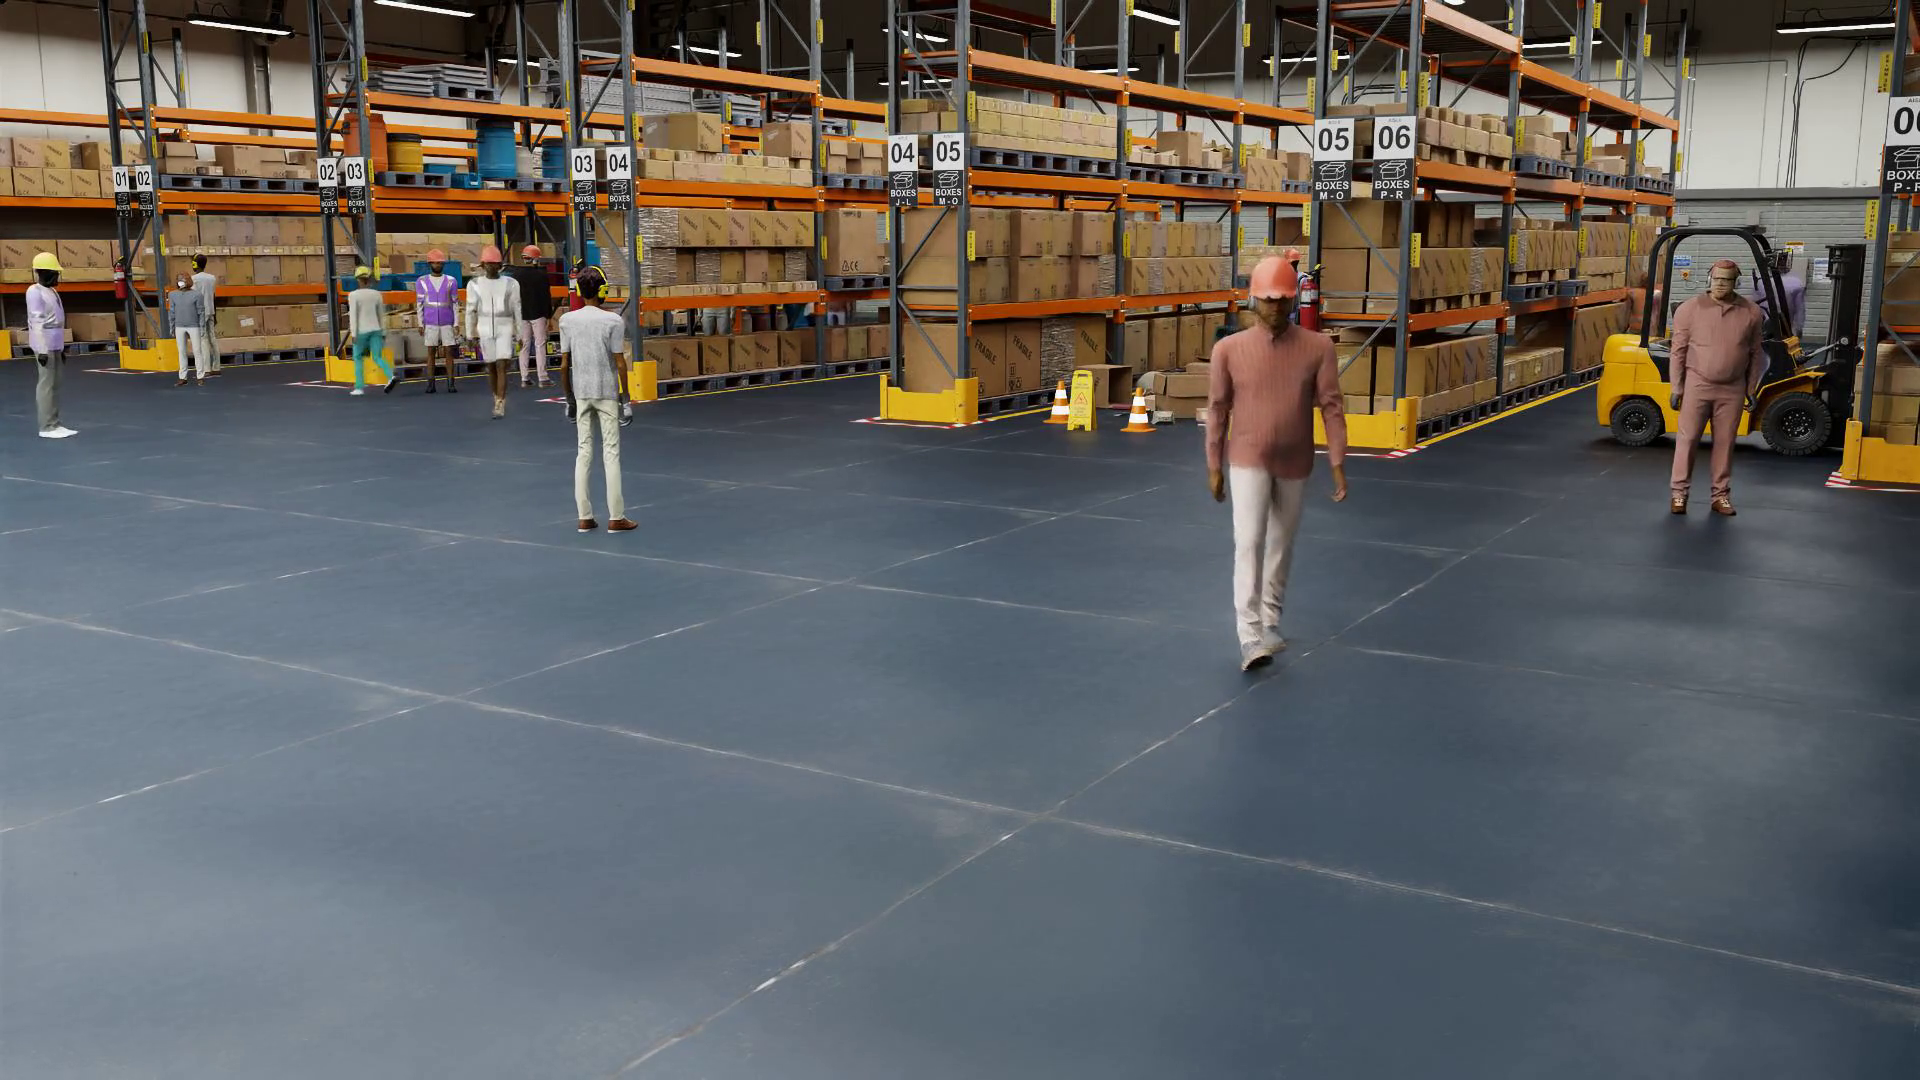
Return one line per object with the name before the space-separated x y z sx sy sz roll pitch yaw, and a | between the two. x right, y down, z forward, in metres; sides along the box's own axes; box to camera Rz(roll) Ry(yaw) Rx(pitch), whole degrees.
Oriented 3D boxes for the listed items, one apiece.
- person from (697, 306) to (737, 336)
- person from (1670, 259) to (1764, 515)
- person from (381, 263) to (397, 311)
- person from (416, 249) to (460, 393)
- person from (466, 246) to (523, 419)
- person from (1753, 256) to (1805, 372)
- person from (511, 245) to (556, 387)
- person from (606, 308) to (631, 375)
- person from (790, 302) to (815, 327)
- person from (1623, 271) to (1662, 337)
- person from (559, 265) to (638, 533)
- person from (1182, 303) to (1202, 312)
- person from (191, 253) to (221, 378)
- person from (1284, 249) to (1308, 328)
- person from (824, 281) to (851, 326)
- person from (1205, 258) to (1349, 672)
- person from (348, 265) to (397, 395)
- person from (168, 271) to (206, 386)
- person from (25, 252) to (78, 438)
person | -3.696 -3.439 25.281 0.623 1.932 0.371 0 10 3
person | 5.630 -1.129 12.402 0.643 1.905 0.399 2 10 9
person | -11.081 -4.528 32.193 0.498 1.634 0.281 7 12 33
person | -7.061 -2.956 22.528 0.552 1.939 0.352 -3 11 -17
person | -5.462 -2.445 19.525 0.624 1.999 1.032 -1 10 -7
person | 10.923 -2.876 22.265 0.650 1.882 0.799 9 13 40
person | -6.012 -3.144 23.428 0.614 1.993 0.395 4 11 19
person | -5.062 -3.225 24.305 0.538 1.848 0.622 3 11 18
person | -2.903 -4.579 31.615 0.609 1.933 0.793 6 12 29
person | 9.892 -3.070 24.045 0.542 1.622 0.437 6 12 30
person | -2.534 -0.979 11.654 0.512 1.872 0.328 2 10 12
person | 3.897 -3.890 28.610 0.514 1.639 0.307 2 10 13
person | -11.432 -3.380 25.118 0.323 1.866 0.530 3 10 15
person | 4.897 -3.329 24.625 0.552 1.934 0.373 7 12 33
person | -2.058 -3.809 27.818 0.525 1.763 0.322 4 11 23
person | 1.516 -0.351 7.927 0.635 1.942 1.012 0 10 -2
person | -7.813 -2.772 22.079 0.748 1.732 0.545 7 12 35
person | -11.010 -3.011 23.697 0.507 1.633 0.278 -1 10 -5
person | -9.484 -2.026 17.356 0.382 1.924 0.594 -2 10 -11
